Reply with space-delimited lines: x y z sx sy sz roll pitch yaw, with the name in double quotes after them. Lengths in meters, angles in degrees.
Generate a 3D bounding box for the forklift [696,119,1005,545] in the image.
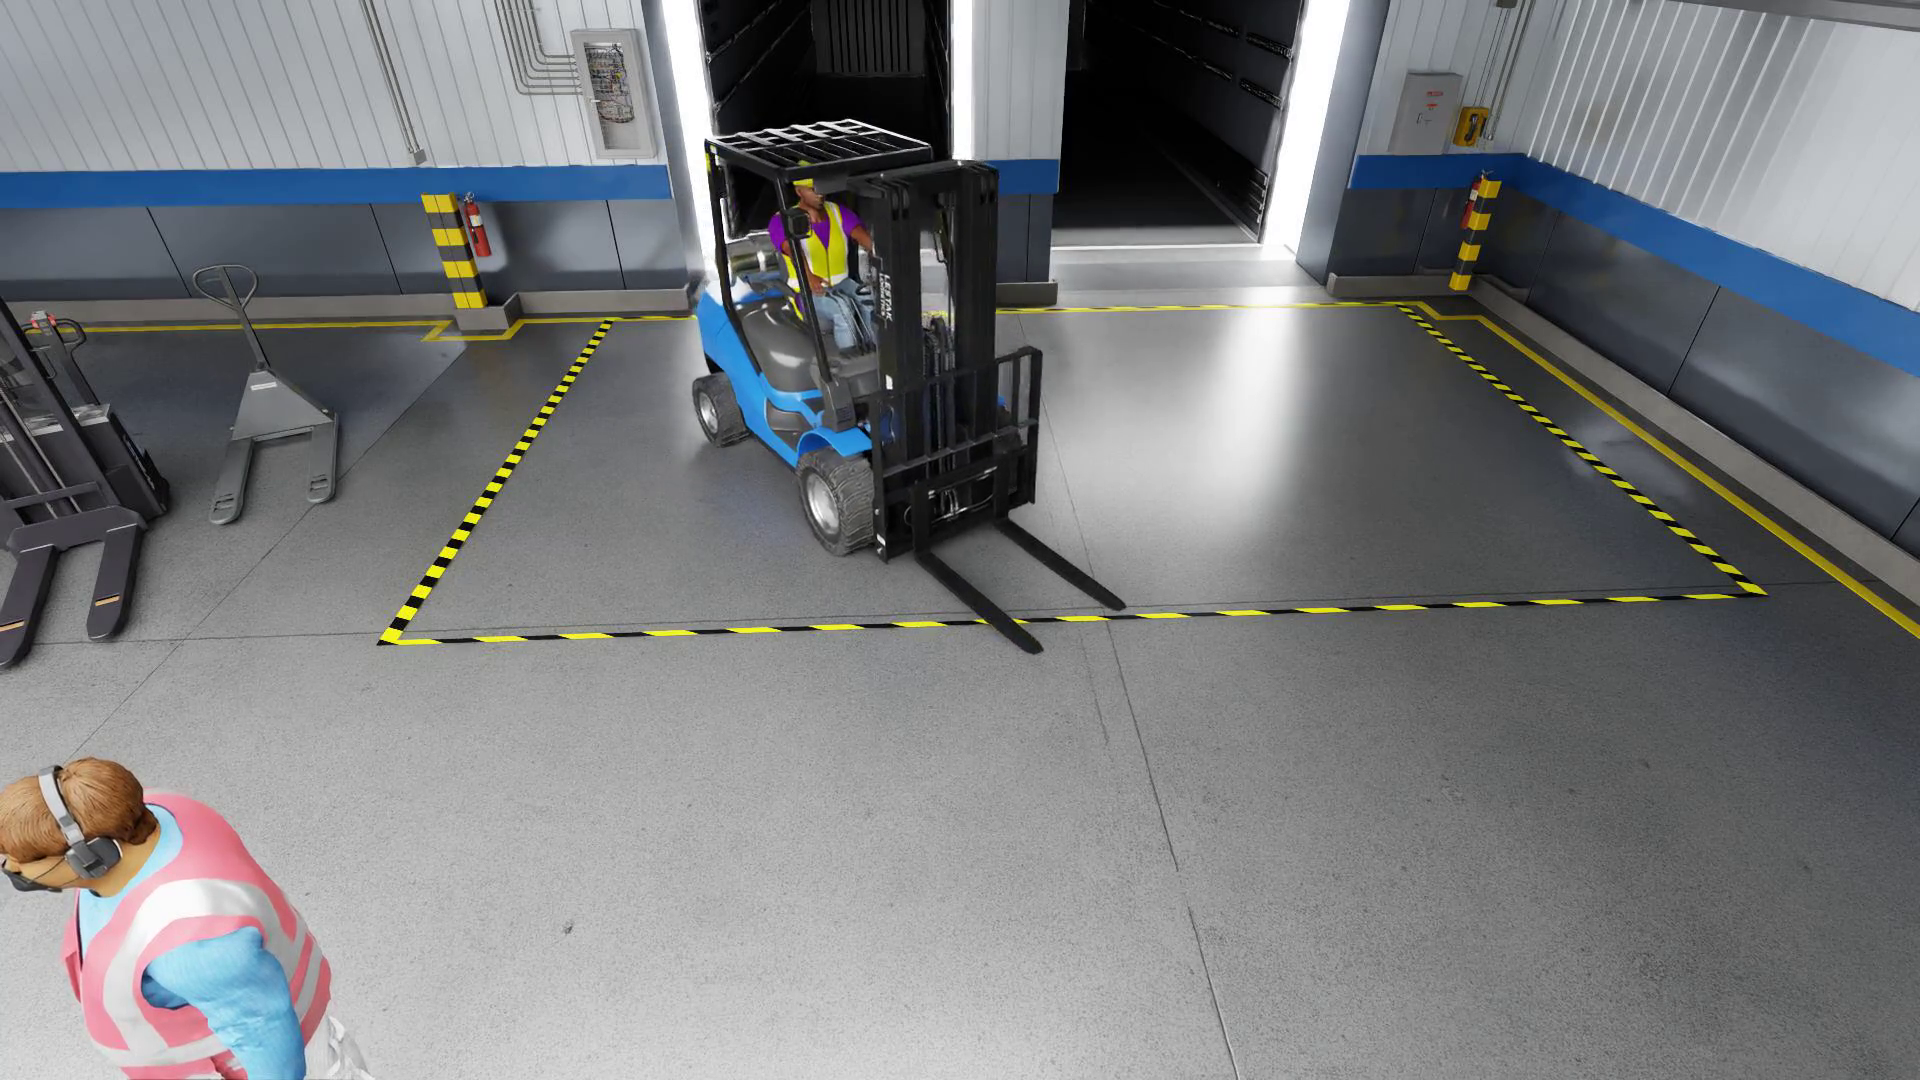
-0.762 -1.472 5.795 1.157 2.036 2.680 -22 41 -29 "forklift"

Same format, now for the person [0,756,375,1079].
-1.842 1.234 2.351 0.621 1.844 0.430 27 43 33 "person"

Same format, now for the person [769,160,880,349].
-0.733 -1.596 5.645 0.635 1.294 1.004 -22 41 -29 "person"

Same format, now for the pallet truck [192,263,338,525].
-4.778 -1.027 6.128 0.680 1.201 1.601 -17 38 -23 "pallet truck"

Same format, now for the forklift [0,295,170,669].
-5.212 -0.618 4.878 0.823 1.965 1.885 -20 39 -26 "forklift"
